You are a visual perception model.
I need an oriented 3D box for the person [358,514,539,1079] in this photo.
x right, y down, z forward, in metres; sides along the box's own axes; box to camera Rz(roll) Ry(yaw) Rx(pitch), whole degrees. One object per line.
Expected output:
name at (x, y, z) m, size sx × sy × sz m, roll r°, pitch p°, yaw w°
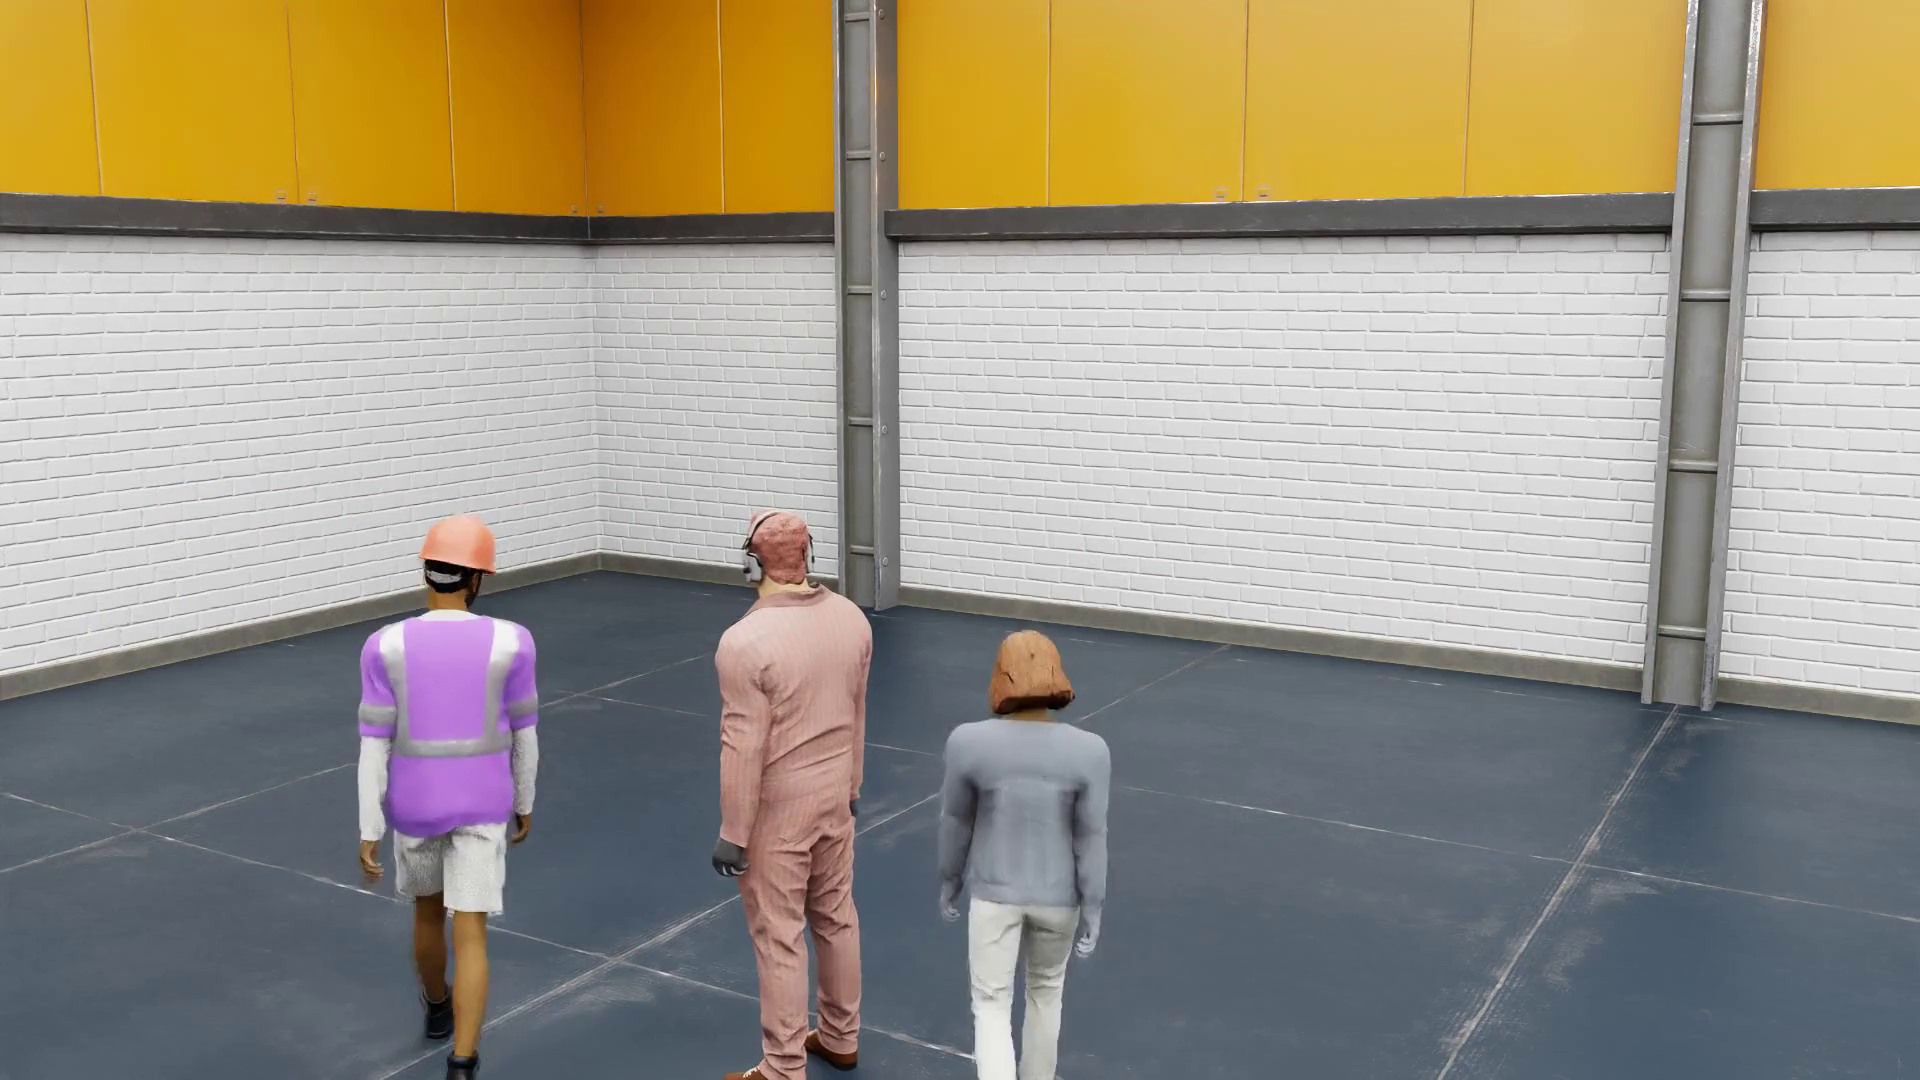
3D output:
person at (-1.650, 0.861, 5.412) m, size 0.567 × 1.873 × 0.963 m, roll -2°, pitch 9°, yaw -12°

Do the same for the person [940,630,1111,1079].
person at (0.186, 1.073, 4.888) m, size 0.508 × 1.602 × 0.749 m, roll 0°, pitch 9°, yaw 3°

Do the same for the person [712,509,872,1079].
person at (-0.565, 0.848, 5.358) m, size 0.400 × 1.905 × 0.644 m, roll 7°, pitch 11°, yaw 36°
